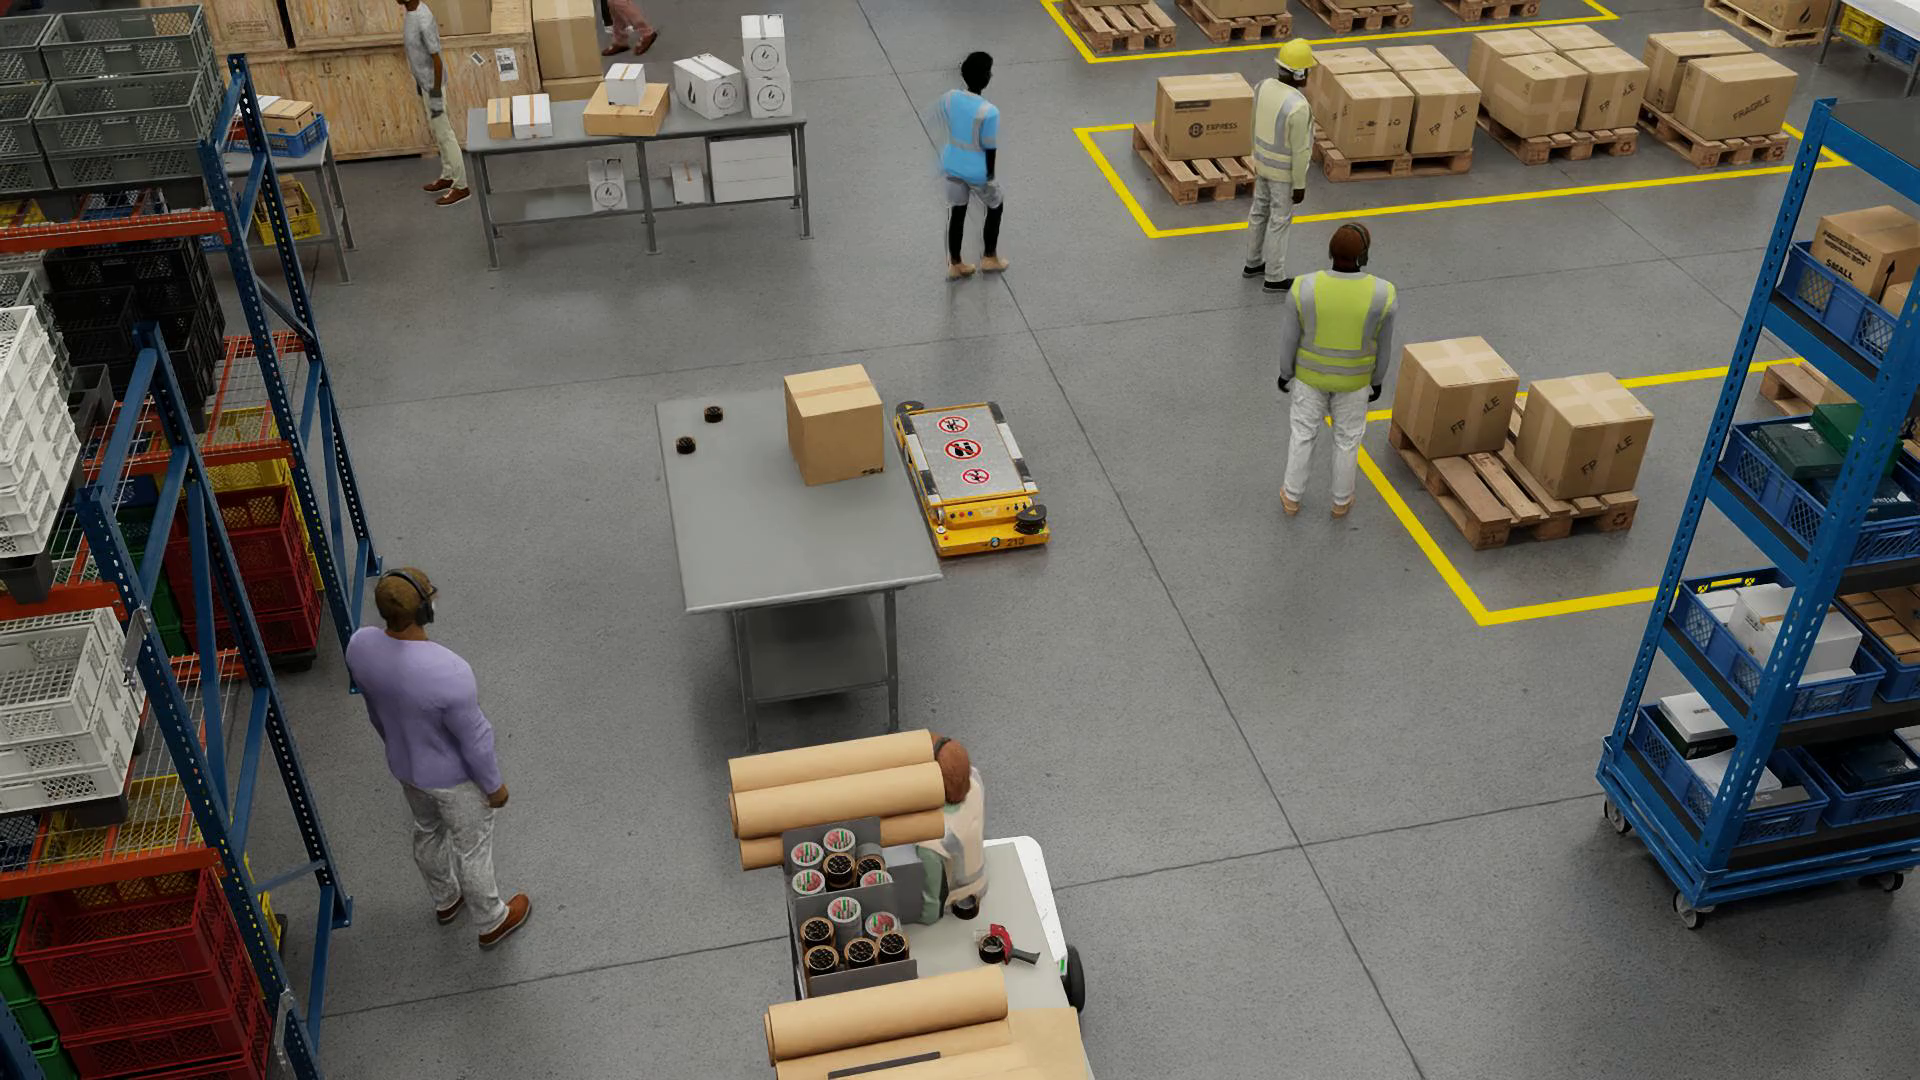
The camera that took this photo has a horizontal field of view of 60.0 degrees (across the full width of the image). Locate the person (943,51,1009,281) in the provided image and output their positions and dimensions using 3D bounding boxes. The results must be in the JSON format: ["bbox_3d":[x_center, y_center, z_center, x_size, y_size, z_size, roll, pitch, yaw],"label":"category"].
[{"bbox_3d":[0.124,-2.692,11.983,0.540,1.674,0.588,28,45,32],"label":"person"}]

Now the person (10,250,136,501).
[{"bbox_3d":[-5.087,-0.878,9.410,0.921,1.828,0.595,-1,37,-1],"label":"person"}]

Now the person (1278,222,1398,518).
[{"bbox_3d":[2.125,-0.948,9.503,0.619,1.839,0.430,7,37,10],"label":"person"}]

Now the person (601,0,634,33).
[{"bbox_3d":[-3.420,-5.903,16.102,0.383,1.912,0.584,-10,38,-13],"label":"person"}]

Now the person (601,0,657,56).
[{"bbox_3d":[-3.224,-5.471,15.548,0.469,1.878,0.679,-20,41,-24],"label":"person"}]

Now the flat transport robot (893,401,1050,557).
[{"bbox_3d":[0.046,-0.430,10.108,0.652,0.197,1.431,-8,37,-10],"label":"flat transport robot"}]

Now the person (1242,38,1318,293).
[{"bbox_3d":[2.282,-2.647,11.791,0.404,1.828,0.600,-15,39,-19],"label":"person"}]

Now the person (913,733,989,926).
[{"bbox_3d":[-0.041,1.406,6.512,0.322,1.631,0.523,12,38,16],"label":"person"}]

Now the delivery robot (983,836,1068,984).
[{"bbox_3d":[0.231,1.591,7.081,0.477,0.478,0.707,-5,37,-7],"label":"delivery robot"}]

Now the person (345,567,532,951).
[{"bbox_3d":[-2.163,0.925,6.909,0.628,1.932,0.378,19,40,23],"label":"person"}]

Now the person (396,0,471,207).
[{"bbox_3d":[-4.143,-3.529,12.952,0.328,1.862,0.517,-18,40,-23],"label":"person"}]
